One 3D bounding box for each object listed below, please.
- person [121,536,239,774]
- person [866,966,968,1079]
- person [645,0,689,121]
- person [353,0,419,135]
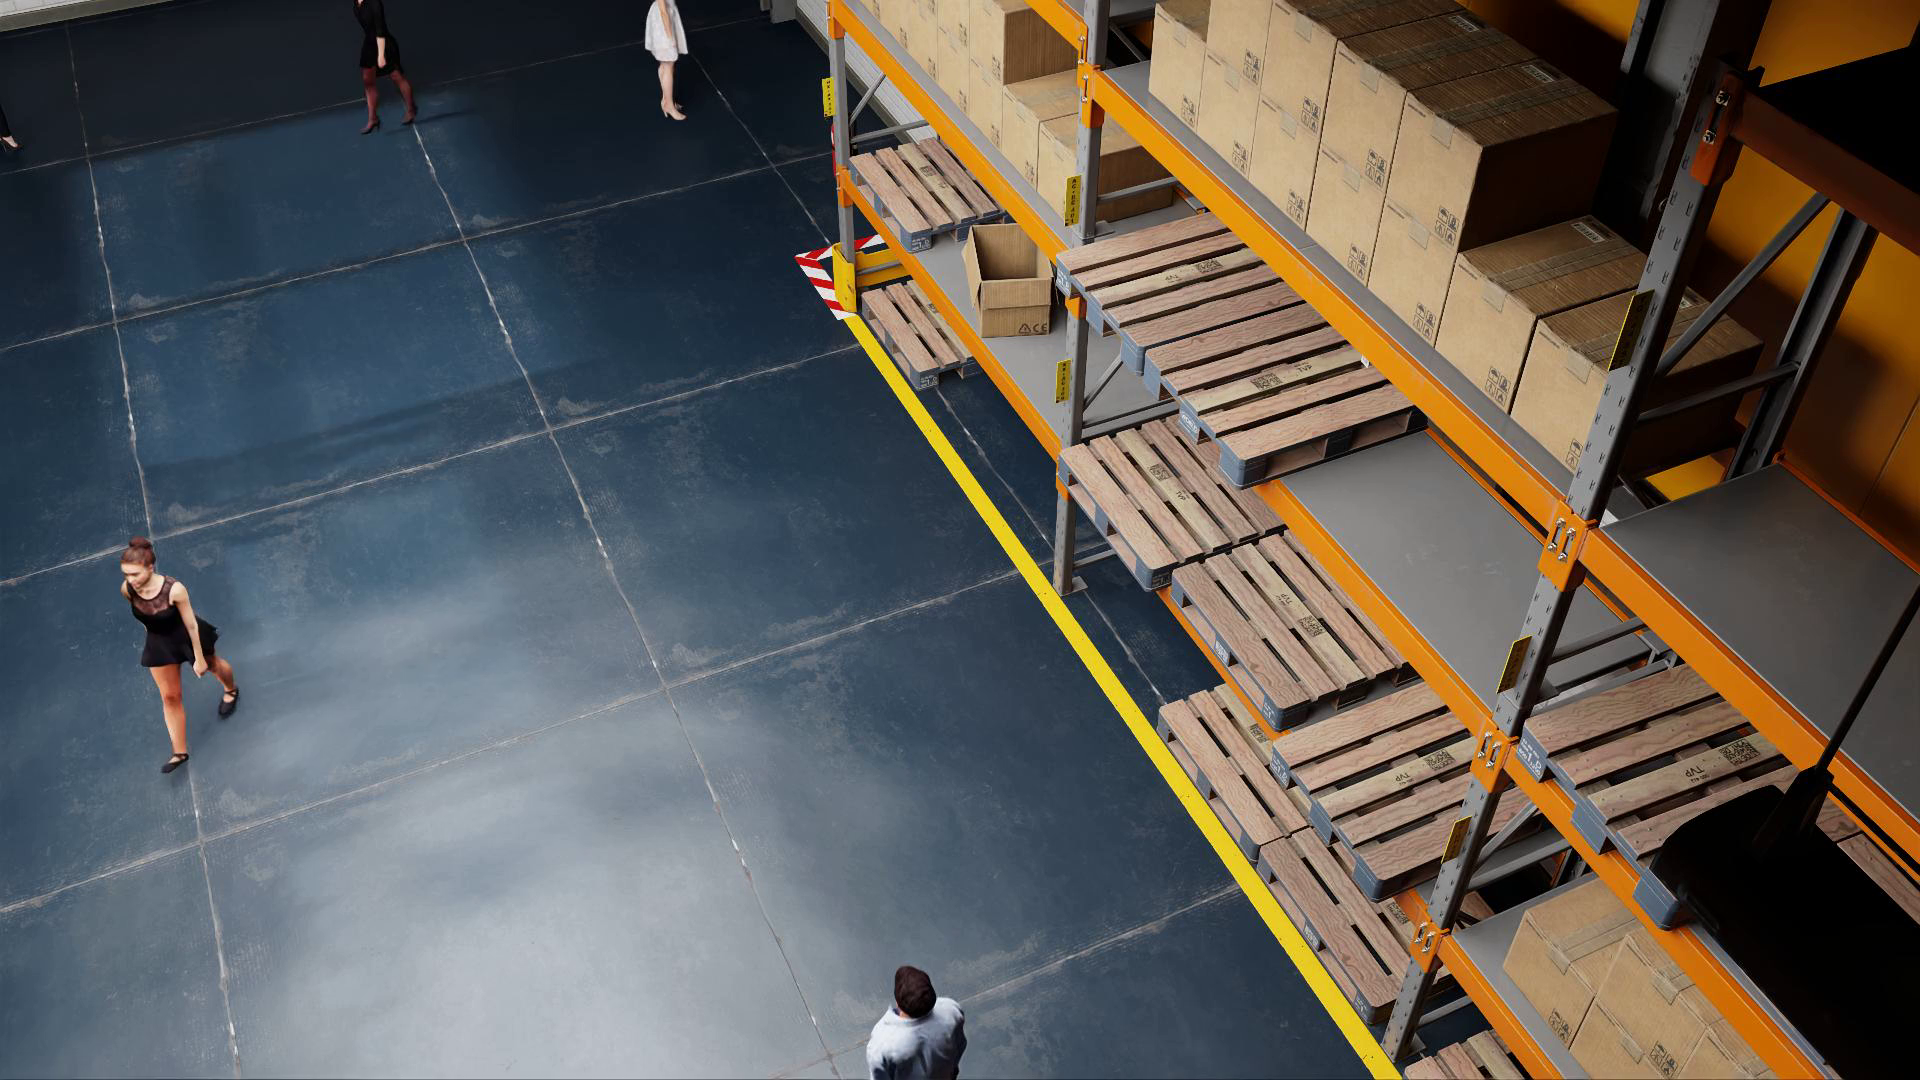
[{"bbox_3d":[-4.883,0.583,10.496,0.928,1.637,1.139,4,44,4],"label":"person"},{"bbox_3d":[-0.202,2.664,8.185,0.687,1.811,0.578,-22,48,-22],"label":"person"},{"bbox_3d":[-2.872,-4.967,16.222,0.770,1.773,0.651,-8,44,-8],"label":"person"},{"bbox_3d":[-5.526,-4.775,16.086,0.892,1.683,0.854,32,52,29],"label":"person"}]
